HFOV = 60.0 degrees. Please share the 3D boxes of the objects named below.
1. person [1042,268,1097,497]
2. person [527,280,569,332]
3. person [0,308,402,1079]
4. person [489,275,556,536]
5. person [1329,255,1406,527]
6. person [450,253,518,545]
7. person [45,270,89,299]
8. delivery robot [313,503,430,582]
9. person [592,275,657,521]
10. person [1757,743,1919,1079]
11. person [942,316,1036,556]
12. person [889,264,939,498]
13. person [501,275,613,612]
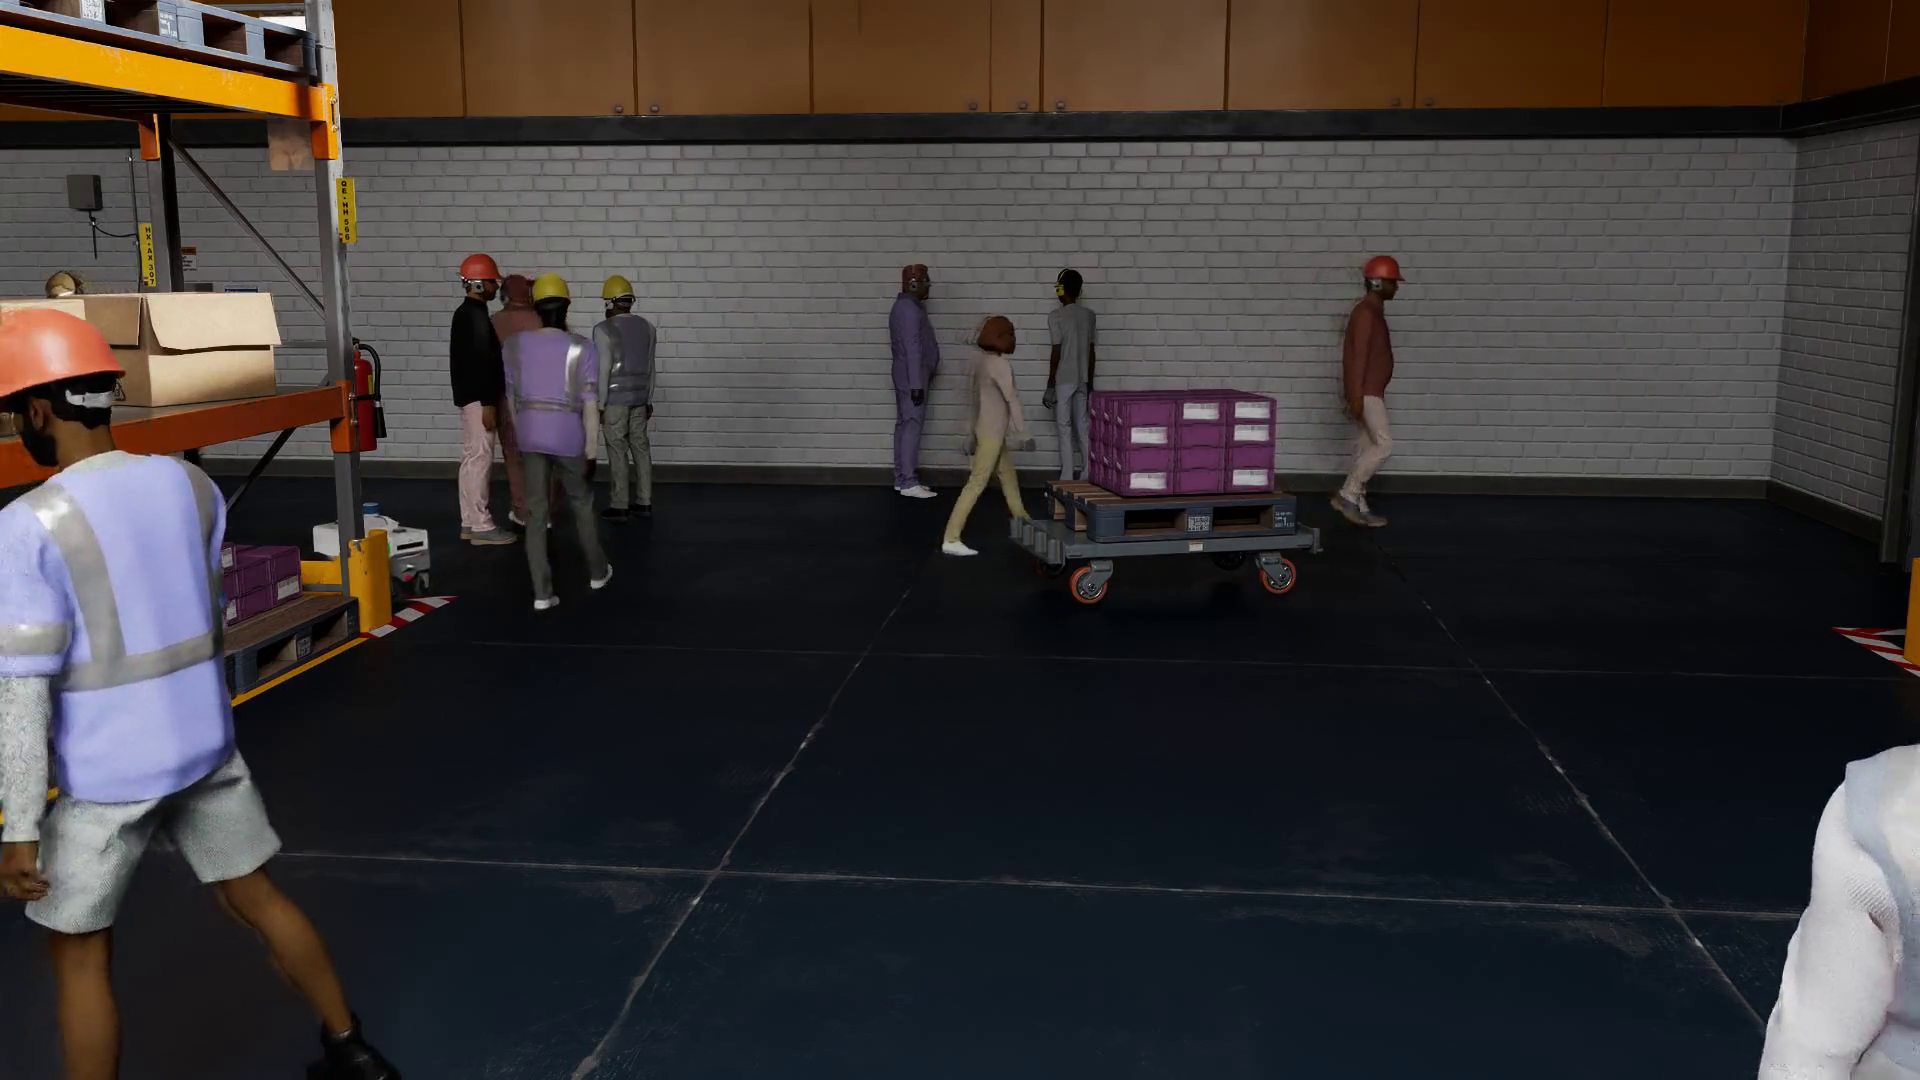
[{"bbox_3d":[0.888,-1.262,13.526,0.521,1.870,0.319,-8,13,-38],"label":"person"},{"bbox_3d":[-3.260,-1.032,12.428,0.609,1.796,0.764,-7,12,-34],"label":"person"},{"bbox_3d":[-1.712,0.463,3.591,0.577,1.899,0.783,4,11,23],"label":"person"},{"bbox_3d":[-3.101,-0.953,11.842,0.660,1.858,0.961,-4,11,-22],"label":"person"},{"bbox_3d":[2.990,-1.061,12.049,0.437,1.977,0.639,4,11,19],"label":"person"},{"bbox_3d":[-3.302,-0.969,11.491,0.395,1.993,0.616,-5,11,-26],"label":"person"},{"bbox_3d":[-5.027,-0.618,9.739,0.675,1.907,0.477,1,10,3],"label":"person"},{"bbox_3d":[-3.408,0.029,9.631,0.707,0.478,0.477,6,12,33],"label":"delivery robot"},{"bbox_3d":[-2.539,-1.062,12.486,0.404,1.830,0.603,7,12,33],"label":"person"},{"bbox_3d":[1.236,0.814,1.864,0.600,1.802,0.852,3,10,15],"label":"person"},{"bbox_3d":[0.257,-0.687,11.069,0.885,1.582,0.502,-3,10,-14],"label":"person"},{"bbox_3d":[-0.368,-1.304,13.662,0.403,1.906,0.651,-2,10,-9],"label":"person"},{"bbox_3d":[-2.297,-0.569,9.561,0.581,1.874,0.924,0,10,3],"label":"person"}]
